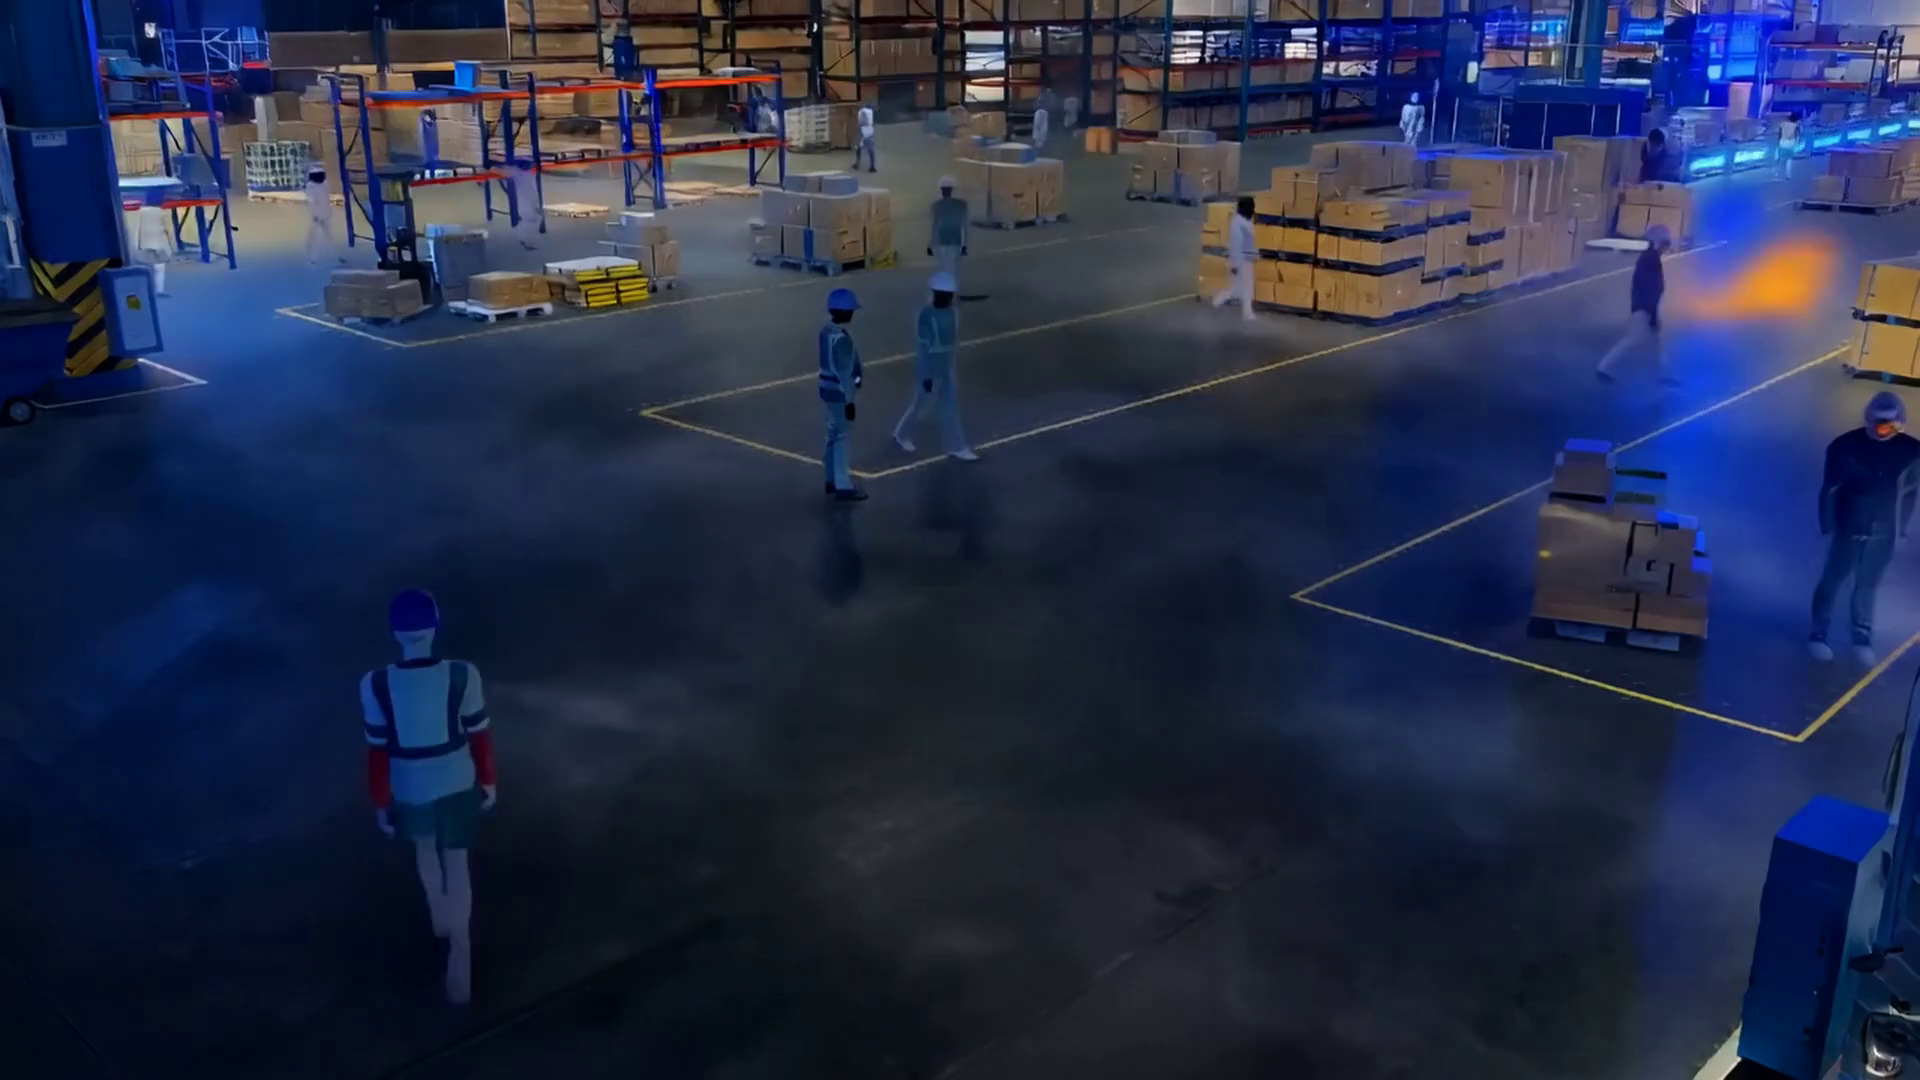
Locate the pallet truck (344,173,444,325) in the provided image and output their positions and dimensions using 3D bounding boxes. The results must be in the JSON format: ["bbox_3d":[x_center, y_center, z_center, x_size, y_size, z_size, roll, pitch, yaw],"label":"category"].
[{"bbox_3d":[-8.209,-4.181,23.757,0.823,1.965,1.885,3,19,9],"label":"pallet truck"}]

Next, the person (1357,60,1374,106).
[{"bbox_3d":[15.879,-17.782,64.967,0.633,1.864,1.005,-5,19,-15],"label":"person"}]

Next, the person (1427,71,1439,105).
[{"bbox_3d":[17.169,-16.130,60.243,0.430,1.673,0.540,15,23,38],"label":"person"}]

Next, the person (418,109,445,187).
[{"bbox_3d":[-12.528,-9.286,39.422,0.505,1.810,0.838,-9,20,-24],"label":"person"}]

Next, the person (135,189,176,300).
[{"bbox_3d":[-12.182,-4.452,25.100,0.665,1.657,0.349,1,18,4],"label":"person"}]

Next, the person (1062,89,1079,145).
[{"bbox_3d":[3.344,-12.806,50.294,0.535,1.647,0.872,-3,19,-9],"label":"person"}]

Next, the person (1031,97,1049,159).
[{"bbox_3d":[2.073,-10.345,42.530,0.867,1.918,0.559,9,20,25],"label":"person"}]

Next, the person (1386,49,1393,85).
[{"bbox_3d":[19.483,-21.524,76.152,0.880,1.901,0.580,-15,23,-37],"label":"person"}]

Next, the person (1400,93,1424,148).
[{"bbox_3d":[12.320,-11.260,45.375,0.627,1.809,0.431,1,18,4],"label":"person"}]

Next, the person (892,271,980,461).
[{"bbox_3d":[-0.269,-1.753,16.624,0.980,1.889,0.596,12,22,32],"label":"person"}]

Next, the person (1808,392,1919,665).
[{"bbox_3d":[6.246,-0.082,11.506,0.633,1.939,0.368,3,19,8],"label":"person"}]

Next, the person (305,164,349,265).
[{"bbox_3d":[-10.807,-5.495,28.187,0.904,1.701,0.503,13,22,34],"label":"person"}]

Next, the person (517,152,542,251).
[{"bbox_3d":[-7.719,-6.031,29.696,0.381,1.754,0.543,-13,22,-34],"label":"person"}]

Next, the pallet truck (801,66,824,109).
[{"bbox_3d":[-4.812,-15.182,56.903,0.823,1.965,1.885,-9,21,-26],"label":"pallet truck"}]

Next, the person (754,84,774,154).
[{"bbox_3d":[-5.639,-11.955,47.272,0.730,1.942,0.610,14,23,35],"label":"person"}]

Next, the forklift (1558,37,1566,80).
[{"bbox_3d":[22.476,-17.014,61.041,1.873,2.768,1.129,-16,24,-40],"label":"forklift"}]

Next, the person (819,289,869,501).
[{"bbox_3d":[-1.090,-1.327,15.238,0.391,1.948,0.605,-7,20,-21],"label":"person"}]

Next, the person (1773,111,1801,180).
[{"bbox_3d":[20.253,-9.642,40.705,0.547,1.680,0.548,-17,25,-41],"label":"person"}]

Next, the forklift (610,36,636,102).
[{"bbox_3d":[-12.563,-17.351,62.059,1.129,2.768,1.873,17,25,41],"label":"forklift"}]

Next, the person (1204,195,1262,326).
[{"bbox_3d":[3.850,-3.884,23.150,0.721,1.824,0.632,9,20,25],"label":"person"}]

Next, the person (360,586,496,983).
[{"bbox_3d":[-2.492,1.148,7.864,0.555,1.904,0.956,-5,19,-14],"label":"person"}]

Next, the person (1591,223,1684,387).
[{"bbox_3d":[8.045,-2.750,19.542,1.048,1.945,0.626,5,19,16],"label":"person"}]

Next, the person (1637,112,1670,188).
[{"bbox_3d":[15.163,-8.316,36.149,0.690,2.000,0.984,-17,25,-42],"label":"person"}]

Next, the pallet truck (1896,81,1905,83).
[{"bbox_3d":[34.802,-16.331,61.455,0.653,1.274,1.630,17,25,41],"label":"pallet truck"}]

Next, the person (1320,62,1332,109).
[{"bbox_3d":[13.548,-16.695,61.558,0.635,1.934,0.352,-11,21,-30],"label":"person"}]

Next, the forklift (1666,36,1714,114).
[{"bbox_3d":[27.341,-17.291,61.877,1.129,2.768,1.873,17,25,41],"label":"forklift"}]

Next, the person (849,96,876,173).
[{"bbox_3d":[-2.493,-10.366,42.536,0.854,1.900,0.569,13,22,34],"label":"person"}]

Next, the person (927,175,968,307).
[{"bbox_3d":[-0.228,-4.436,24.654,0.613,1.907,0.650,-9,21,-26],"label":"person"}]

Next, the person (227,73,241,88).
[{"bbox_3d":[-23.566,-14.207,54.087,0.587,1.920,0.392,9,20,25],"label":"person"}]

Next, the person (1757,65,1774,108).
[{"bbox_3d":[31.742,-17.851,65.514,0.505,1.633,0.279,12,22,32],"label":"person"}]
